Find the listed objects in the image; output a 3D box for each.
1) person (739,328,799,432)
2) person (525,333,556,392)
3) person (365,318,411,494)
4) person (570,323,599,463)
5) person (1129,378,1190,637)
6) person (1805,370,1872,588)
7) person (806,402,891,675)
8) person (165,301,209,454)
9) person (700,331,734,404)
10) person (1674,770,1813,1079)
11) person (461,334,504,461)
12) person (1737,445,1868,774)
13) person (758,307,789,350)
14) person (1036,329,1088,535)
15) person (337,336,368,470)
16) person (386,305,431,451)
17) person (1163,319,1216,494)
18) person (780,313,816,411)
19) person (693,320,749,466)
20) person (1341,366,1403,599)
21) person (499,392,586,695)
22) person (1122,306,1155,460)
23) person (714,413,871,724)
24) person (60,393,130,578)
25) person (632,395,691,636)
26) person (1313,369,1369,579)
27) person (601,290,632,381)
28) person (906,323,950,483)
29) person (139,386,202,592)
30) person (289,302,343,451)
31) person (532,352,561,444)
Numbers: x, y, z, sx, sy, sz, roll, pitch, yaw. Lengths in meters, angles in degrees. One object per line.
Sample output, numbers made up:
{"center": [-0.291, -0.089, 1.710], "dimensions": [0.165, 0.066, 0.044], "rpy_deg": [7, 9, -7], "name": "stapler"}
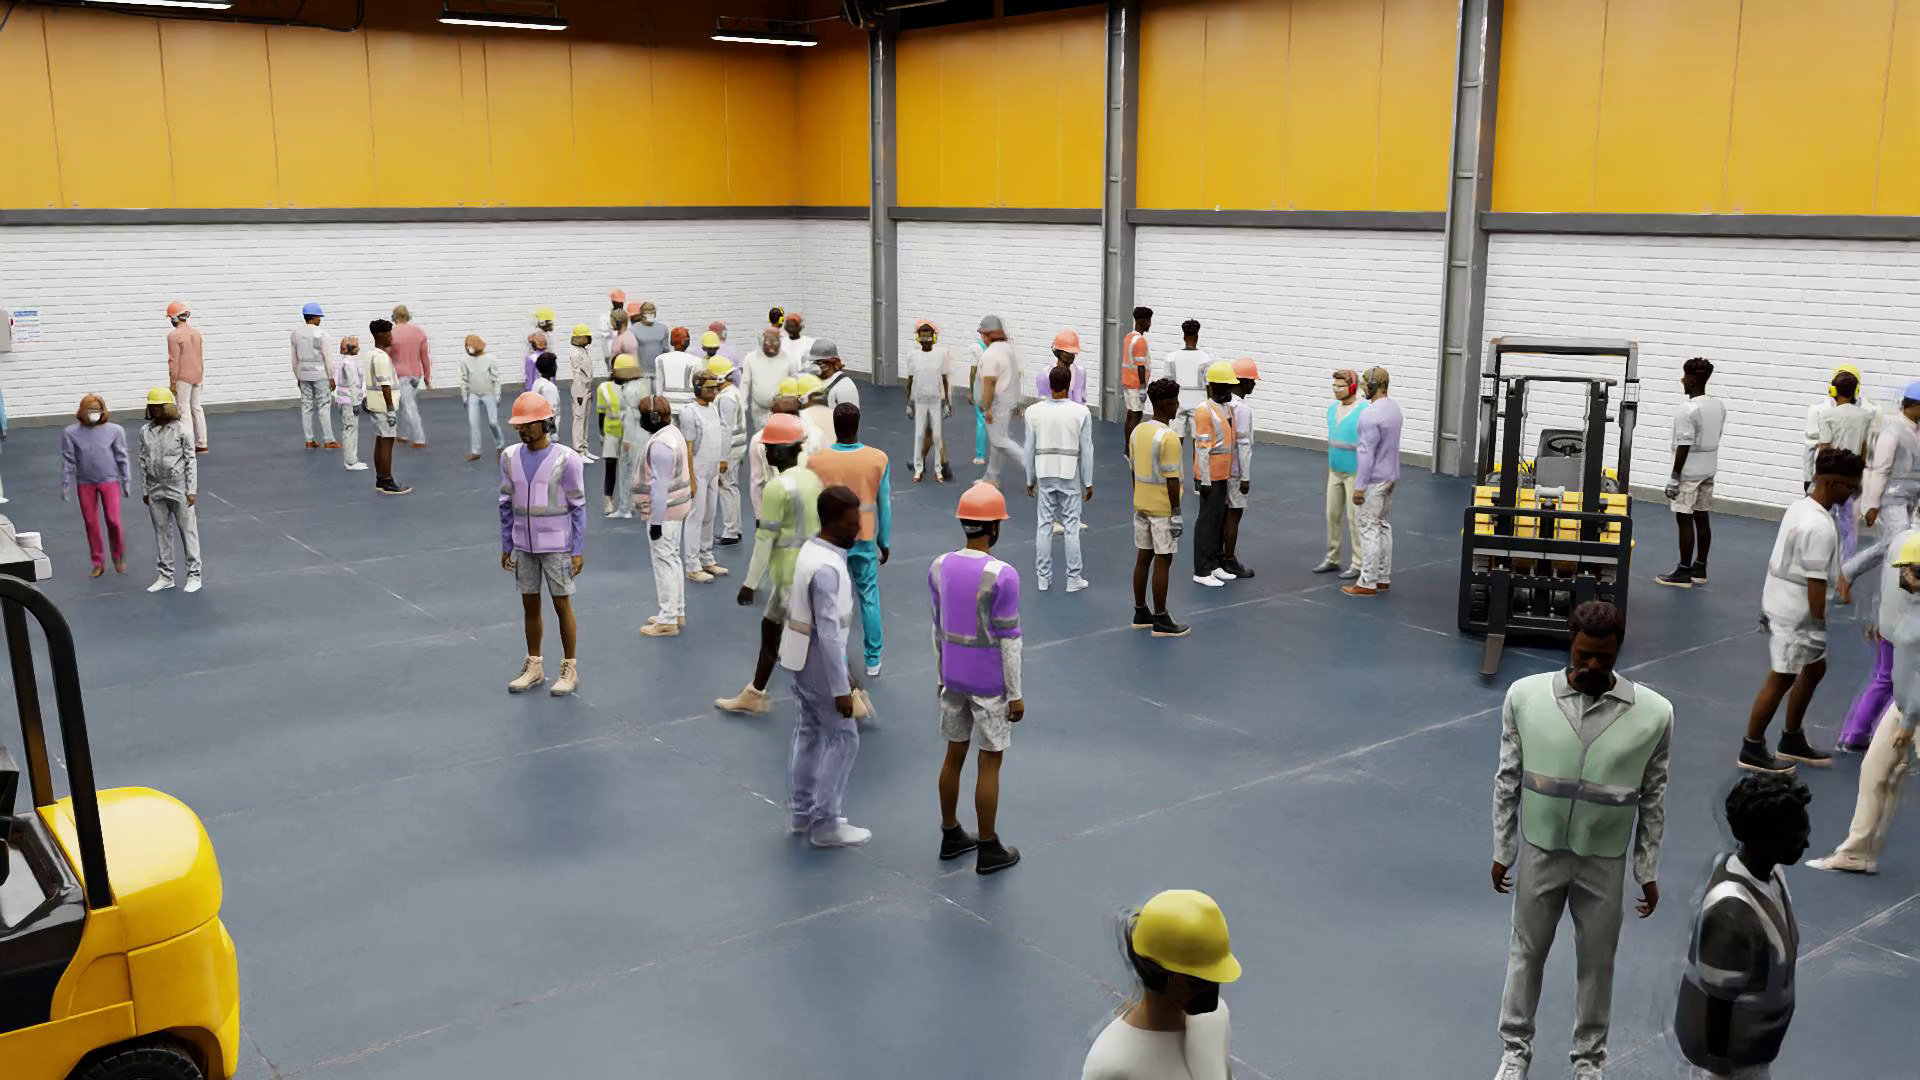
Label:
{"center": [-2.161, -1.487, 18.899], "dimensions": [0.647, 1.848, 1.038], "rpy_deg": [1, 12, 7], "name": "person"}
{"center": [-5.235, -1.778, 20.823], "dimensions": [0.318, 1.631, 0.524], "rpy_deg": [6, 13, 25], "name": "person"}
{"center": [-6.450, -1.498, 18.648], "dimensions": [0.361, 1.965, 0.613], "rpy_deg": [-7, 14, -32], "name": "person"}
{"center": [-4.712, -1.840, 20.844], "dimensions": [0.298, 1.745, 0.484], "rpy_deg": [0, 12, 2], "name": "person"}
{"center": [1.512, -0.252, 12.634], "dimensions": [0.368, 1.966, 0.603], "rpy_deg": [-5, 13, -24], "name": "person"}
{"center": [7.419, -0.502, 14.089], "dimensions": [0.521, 1.865, 0.319], "rpy_deg": [-3, 12, -13], "name": "person"}
{"center": [-0.767, 0.007, 11.498], "dimensions": [0.591, 1.918, 0.383], "rpy_deg": [-3, 12, -15], "name": "person"}
{"center": [-9.938, -2.062, 21.340], "dimensions": [0.403, 1.982, 0.628], "rpy_deg": [2, 12, 9], "name": "person"}
{"center": [-2.902, -1.575, 19.522], "dimensions": [0.532, 1.764, 0.334], "rpy_deg": [-4, 12, -19], "name": "person"}
{"center": [2.249, 1.472, 4.971], "dimensions": [0.458, 1.681, 0.540], "rpy_deg": [7, 14, 31], "name": "person"}
{"center": [-6.022, -1.801, 20.982], "dimensions": [0.529, 1.611, 0.381], "rpy_deg": [2, 12, 8], "name": "person"}
{"center": [4.825, 0.410, 9.545], "dimensions": [0.515, 1.932, 0.625], "rpy_deg": [4, 12, 19], "name": "person"}
{"center": [-2.466, -2.177, 22.215], "dimensions": [0.527, 1.856, 0.332], "rpy_deg": [5, 13, 22], "name": "person"}
{"center": [1.035, -1.064, 16.409], "dimensions": [0.614, 2.031, 0.402], "rpy_deg": [-9, 15, -38], "name": "person"}
{"center": [-7.418, -1.664, 20.272], "dimensions": [0.317, 1.629, 0.508], "rpy_deg": [-6, 13, -28], "name": "person"}
{"center": [-7.352, -2.135, 21.903], "dimensions": [0.904, 1.888, 0.629], "rpy_deg": [9, 15, 36], "name": "person"}
{"center": [2.572, -1.494, 18.659], "dimensions": [0.604, 1.959, 0.372], "rpy_deg": [5, 13, 21], "name": "person"}
{"center": [-2.069, -1.890, 20.758], "dimensions": [0.599, 1.870, 0.434], "rpy_deg": [4, 12, 19], "name": "person"}
{"center": [-2.905, -1.704, 19.955], "dimensions": [0.645, 1.855, 1.025], "rpy_deg": [7, 14, 31], "name": "person"}
{"center": [3.463, -0.482, 13.843], "dimensions": [0.368, 1.927, 0.639], "rpy_deg": [8, 14, 35], "name": "person"}
{"center": [-2.798, 0.029, 11.087], "dimensions": [0.615, 2.042, 0.376], "rpy_deg": [3, 12, 16], "name": "person"}
{"center": [2.242, -1.969, 20.971], "dimensions": [0.388, 1.953, 0.609], "rpy_deg": [-2, 12, -9], "name": "person"}
{"center": [-1.033, 0.199, 10.425], "dimensions": [1.067, 1.997, 0.607], "rpy_deg": [3, 12, 12], "name": "person"}
{"center": [-7.560, -0.472, 14.542], "dimensions": [0.544, 1.625, 0.326], "rpy_deg": [-3, 12, -16], "name": "person"}
{"center": [-2.271, -0.195, 12.693], "dimensions": [0.429, 1.834, 0.636], "rpy_deg": [0, 12, -2], "name": "person"}
{"center": [3.400, -0.578, 14.537], "dimensions": [0.395, 1.834, 0.574], "rpy_deg": [-6, 13, -27], "name": "person"}
{"center": [-5.225, -2.895, 25.588], "dimensions": [0.572, 1.882, 0.978], "rpy_deg": [-7, 14, -30], "name": "person"}
{"center": [-0.371, -1.587, 19.366], "dimensions": [0.510, 1.854, 0.324], "rpy_deg": [0, 12, -1], "name": "person"}
{"center": [-6.658, -0.422, 13.991], "dimensions": [0.488, 1.746, 0.287], "rpy_deg": [1, 12, 5], "name": "person"}
{"center": [-8.434, -2.130, 21.766], "dimensions": [0.602, 1.940, 0.402], "rpy_deg": [4, 12, 17], "name": "person"}
{"center": [-4.403, -1.151, 17.670], "dimensions": [0.327, 1.689, 0.545], "rpy_deg": [-6, 13, -27], "name": "person"}
